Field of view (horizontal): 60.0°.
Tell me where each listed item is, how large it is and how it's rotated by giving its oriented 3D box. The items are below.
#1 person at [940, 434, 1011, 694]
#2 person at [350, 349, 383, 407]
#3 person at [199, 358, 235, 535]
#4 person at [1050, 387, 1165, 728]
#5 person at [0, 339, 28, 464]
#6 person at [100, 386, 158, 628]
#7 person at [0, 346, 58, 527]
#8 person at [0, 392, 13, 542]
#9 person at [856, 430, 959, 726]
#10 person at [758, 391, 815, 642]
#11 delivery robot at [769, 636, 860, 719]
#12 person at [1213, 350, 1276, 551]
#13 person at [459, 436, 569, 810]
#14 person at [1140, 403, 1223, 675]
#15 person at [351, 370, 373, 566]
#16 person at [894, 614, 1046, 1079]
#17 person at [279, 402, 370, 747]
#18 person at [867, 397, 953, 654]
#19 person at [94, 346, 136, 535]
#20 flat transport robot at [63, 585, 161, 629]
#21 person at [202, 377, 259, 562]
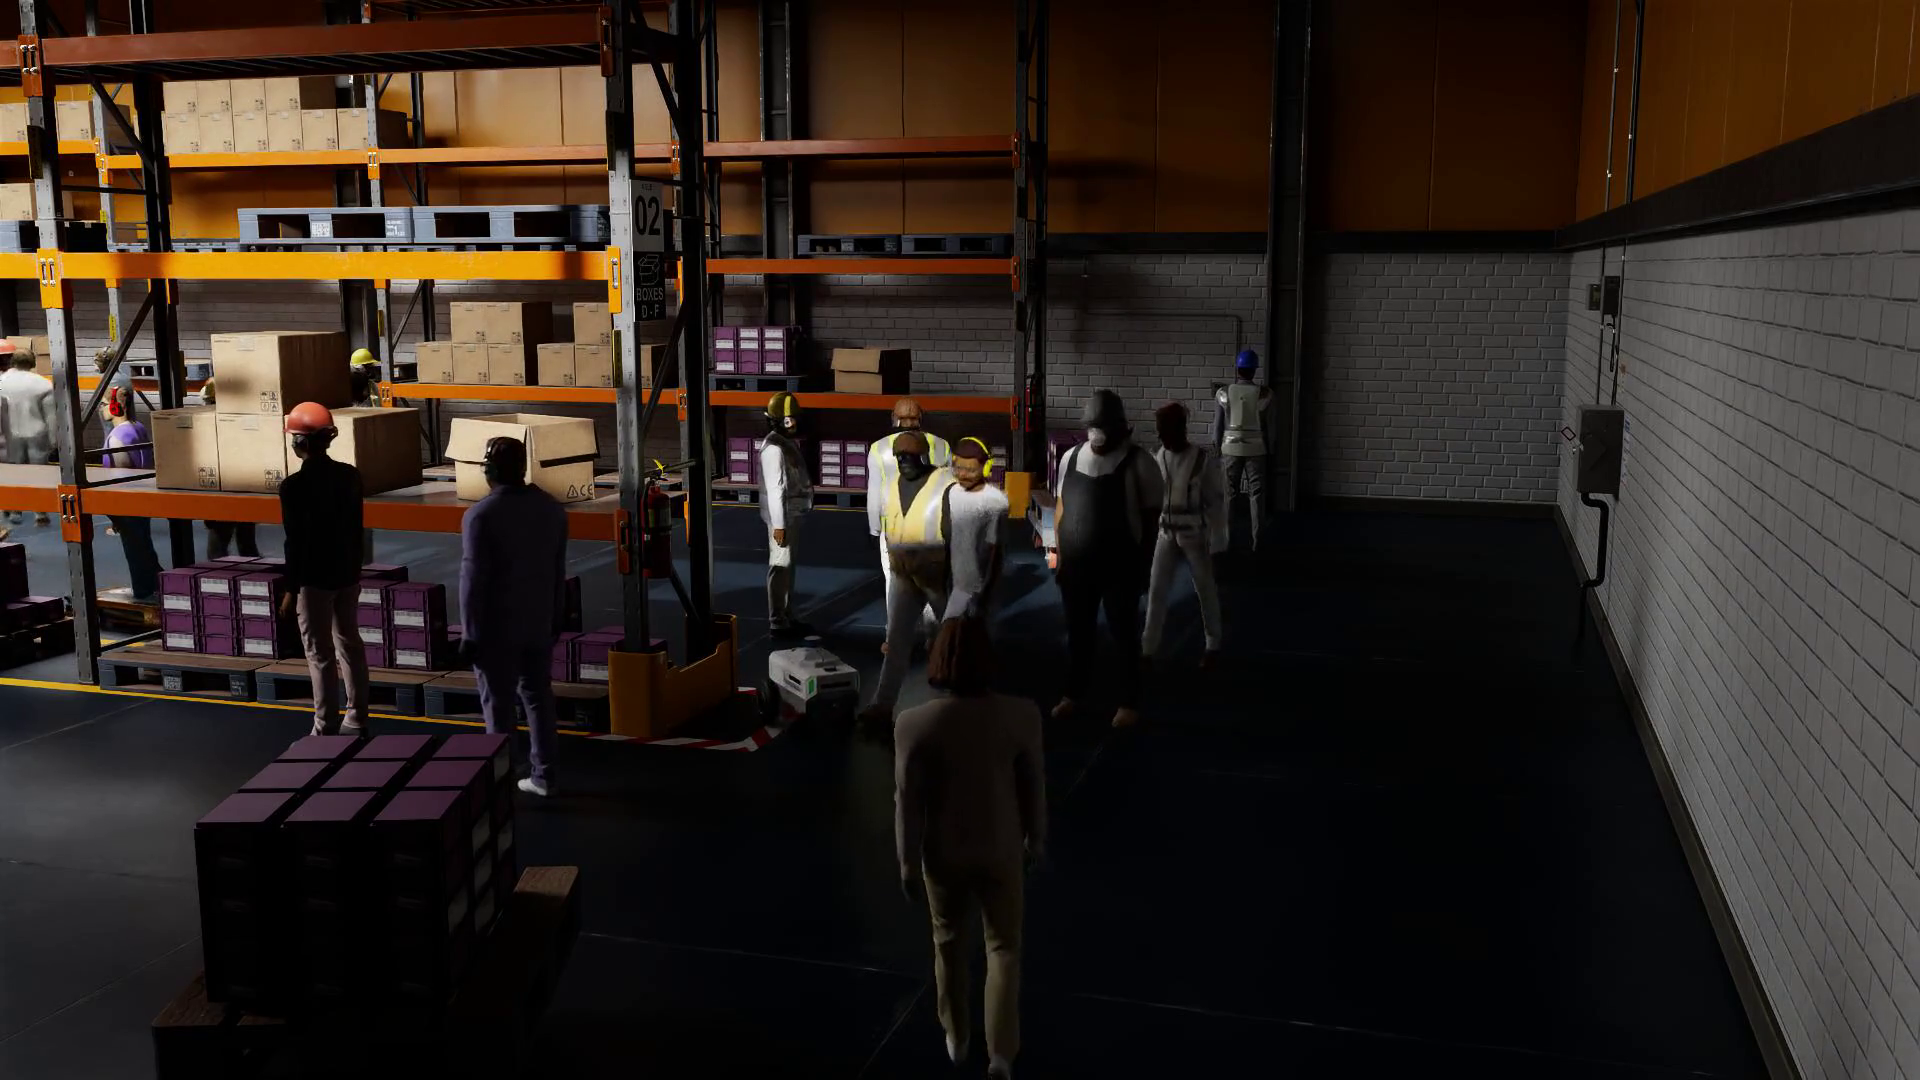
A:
[{"bbox_3d":[0.073,0.310,9.315,0.474,1.831,0.567,-8,12,-42],"label":"person"},{"bbox_3d":[-6.630,-1.216,18.598,0.404,1.837,0.590,0,9,3],"label":"person"},{"bbox_3d":[-7.586,-0.979,17.140,0.346,1.842,0.506,0,9,2],"label":"person"},{"bbox_3d":[0.834,0.102,9.944,0.686,2.000,0.537,6,11,31],"label":"person"},{"bbox_3d":[-10.723,-1.298,18.792,0.374,1.935,0.552,-6,11,-31],"label":"person"},{"bbox_3d":[-6.320,-0.255,12.707,0.395,1.847,0.564,-2,9,-11],"label":"person"},{"bbox_3d":[-9.800,-1.072,17.460,0.640,1.921,0.528,-3,10,-16],"label":"person"},{"bbox_3d":[-9.262,-0.773,15.824,0.521,1.872,0.604,5,11,29],"label":"person"},{"bbox_3d":[-0.209,0.215,10.078,0.668,1.781,1.007,7,11,35],"label":"person"},{"bbox_3d":[-1.274,-0.177,12.260,0.404,1.835,0.600,1,9,4],"label":"person"},{"bbox_3d":[-0.867,0.812,9.847,0.477,0.478,0.707,-5,10,-27],"label":"delivery robot"},{"bbox_3d":[2.749,-0.861,16.093,0.606,1.947,0.406,3,10,16],"label":"person"},{"bbox_3d":[-2.280,0.420,8.454,0.402,1.898,0.644,6,11,32],"label":"person"},{"bbox_3d":[1.461,0.000,11.199,0.668,1.828,0.962,8,12,40],"label":"person"},{"bbox_3d":[-5.292,-0.553,14.542,0.587,1.840,0.440,1,9,6],"label":"person"},{"bbox_3d":[0.037,1.049,5.478,0.511,1.609,0.718,0,9,-1],"label":"person"},{"bbox_3d":[-3.584,0.222,9.354,0.377,1.995,0.608,3,10,18],"label":"person"},{"bbox_3d":[-0.356,-0.087,11.718,0.623,1.839,0.429,-2,10,-14],"label":"person"},{"bbox_3d":[-8.643,-1.019,17.086,0.359,1.938,0.632,-2,10,-13],"label":"person"},{"bbox_3d":[-6.173,0.514,12.813,1.431,0.197,0.652,4,10,25],"label":"flat transport robot"},{"bbox_3d":[-5.636,-0.313,12.859,0.419,1.911,0.597,4,10,23],"label":"person"}]
